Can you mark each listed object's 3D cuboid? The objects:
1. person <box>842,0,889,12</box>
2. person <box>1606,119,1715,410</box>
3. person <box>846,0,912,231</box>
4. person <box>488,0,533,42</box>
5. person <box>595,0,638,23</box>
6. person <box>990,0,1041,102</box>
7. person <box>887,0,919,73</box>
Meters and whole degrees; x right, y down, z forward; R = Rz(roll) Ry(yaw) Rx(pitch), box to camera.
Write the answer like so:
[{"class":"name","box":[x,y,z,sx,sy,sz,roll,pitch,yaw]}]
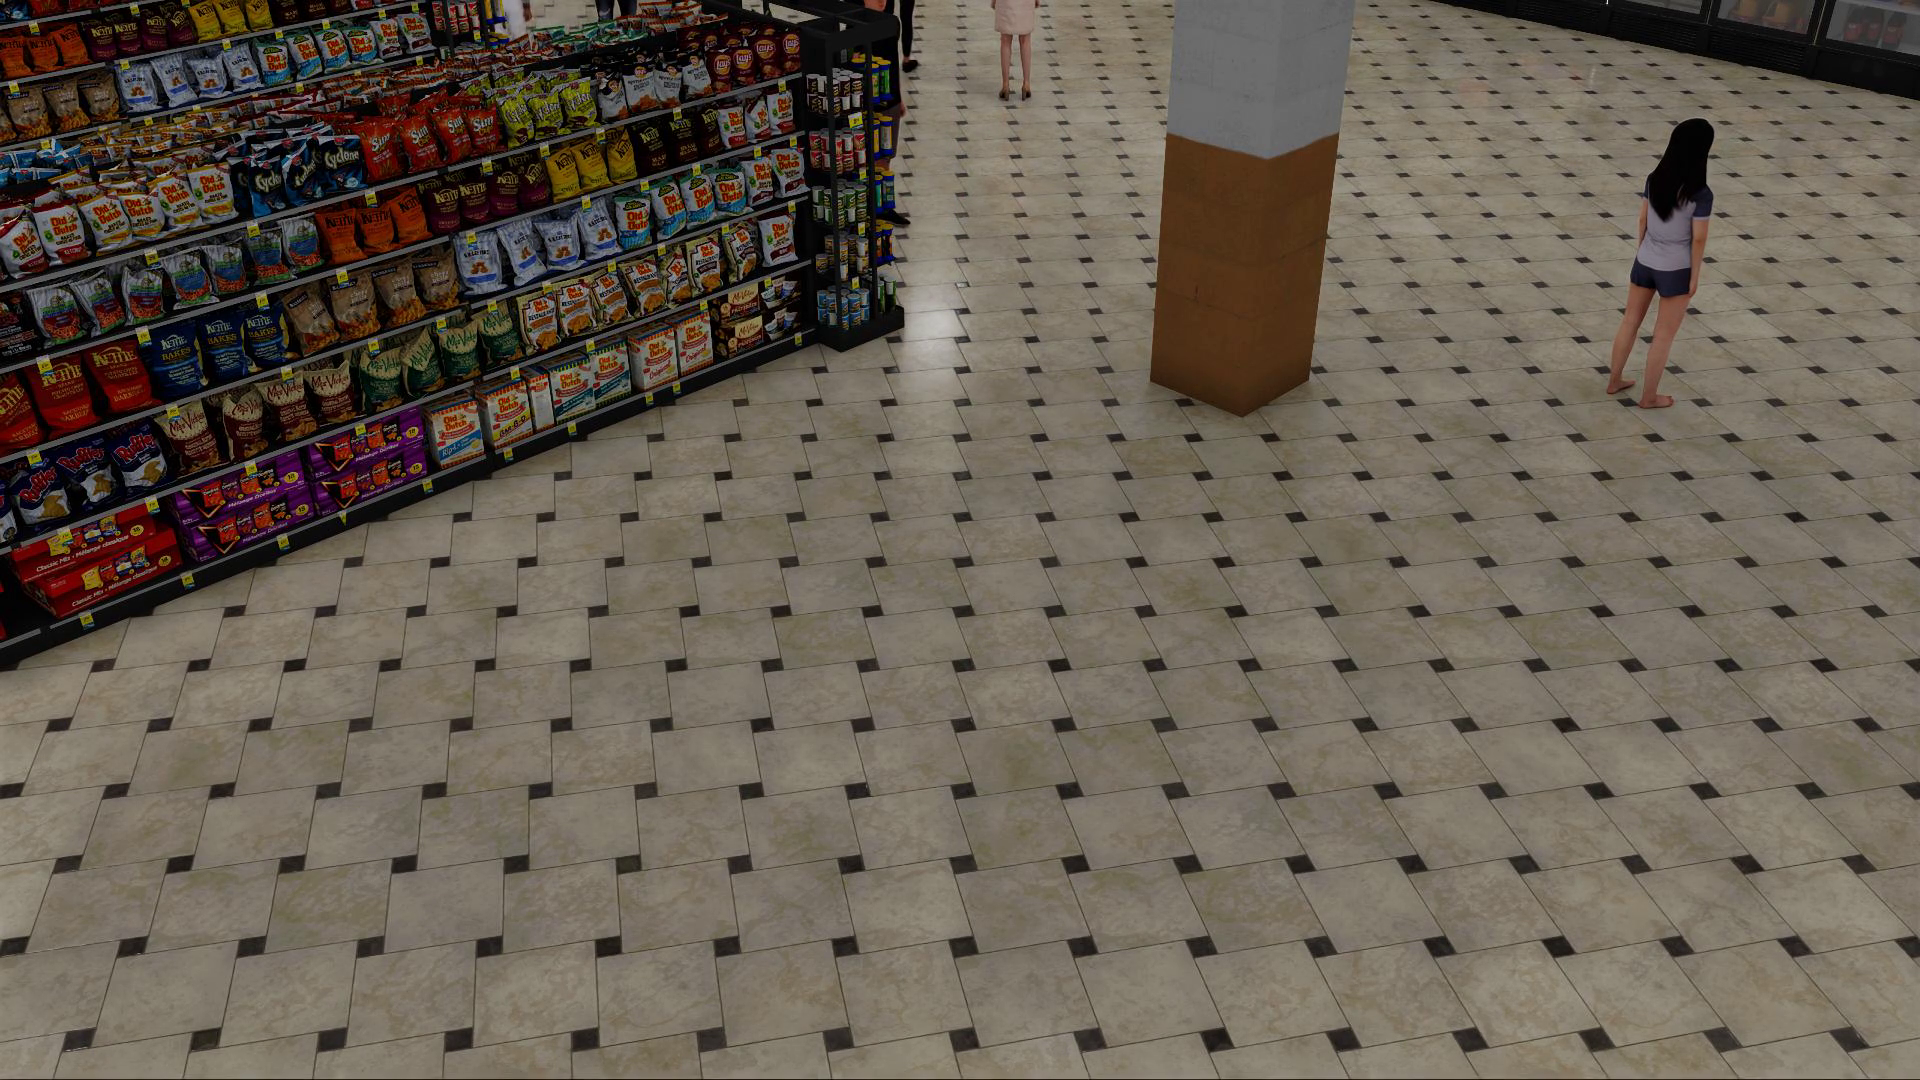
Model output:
[{"class":"person","box":[-0.773,-3.997,13.462,0.838,1.671,0.697,14,34,21]},{"class":"person","box":[4.045,-1.586,9.553,0.610,1.707,0.645,-18,36,-26]},{"class":"person","box":[-0.608,-3.124,11.880,0.714,1.861,0.493,28,41,37]},{"class":"person","box":[-3.907,-4.563,14.331,0.725,1.715,0.770,-18,36,-26]},{"class":"person","box":[-3.115,-5.065,14.959,0.635,1.903,0.825,-14,34,-21]},{"class":"person","box":[0.490,-4.748,14.609,0.680,1.736,0.745,-1,32,-2]},{"class":"person","box":[-0.591,-5.229,15.408,0.686,1.707,0.697,10,33,15]}]
